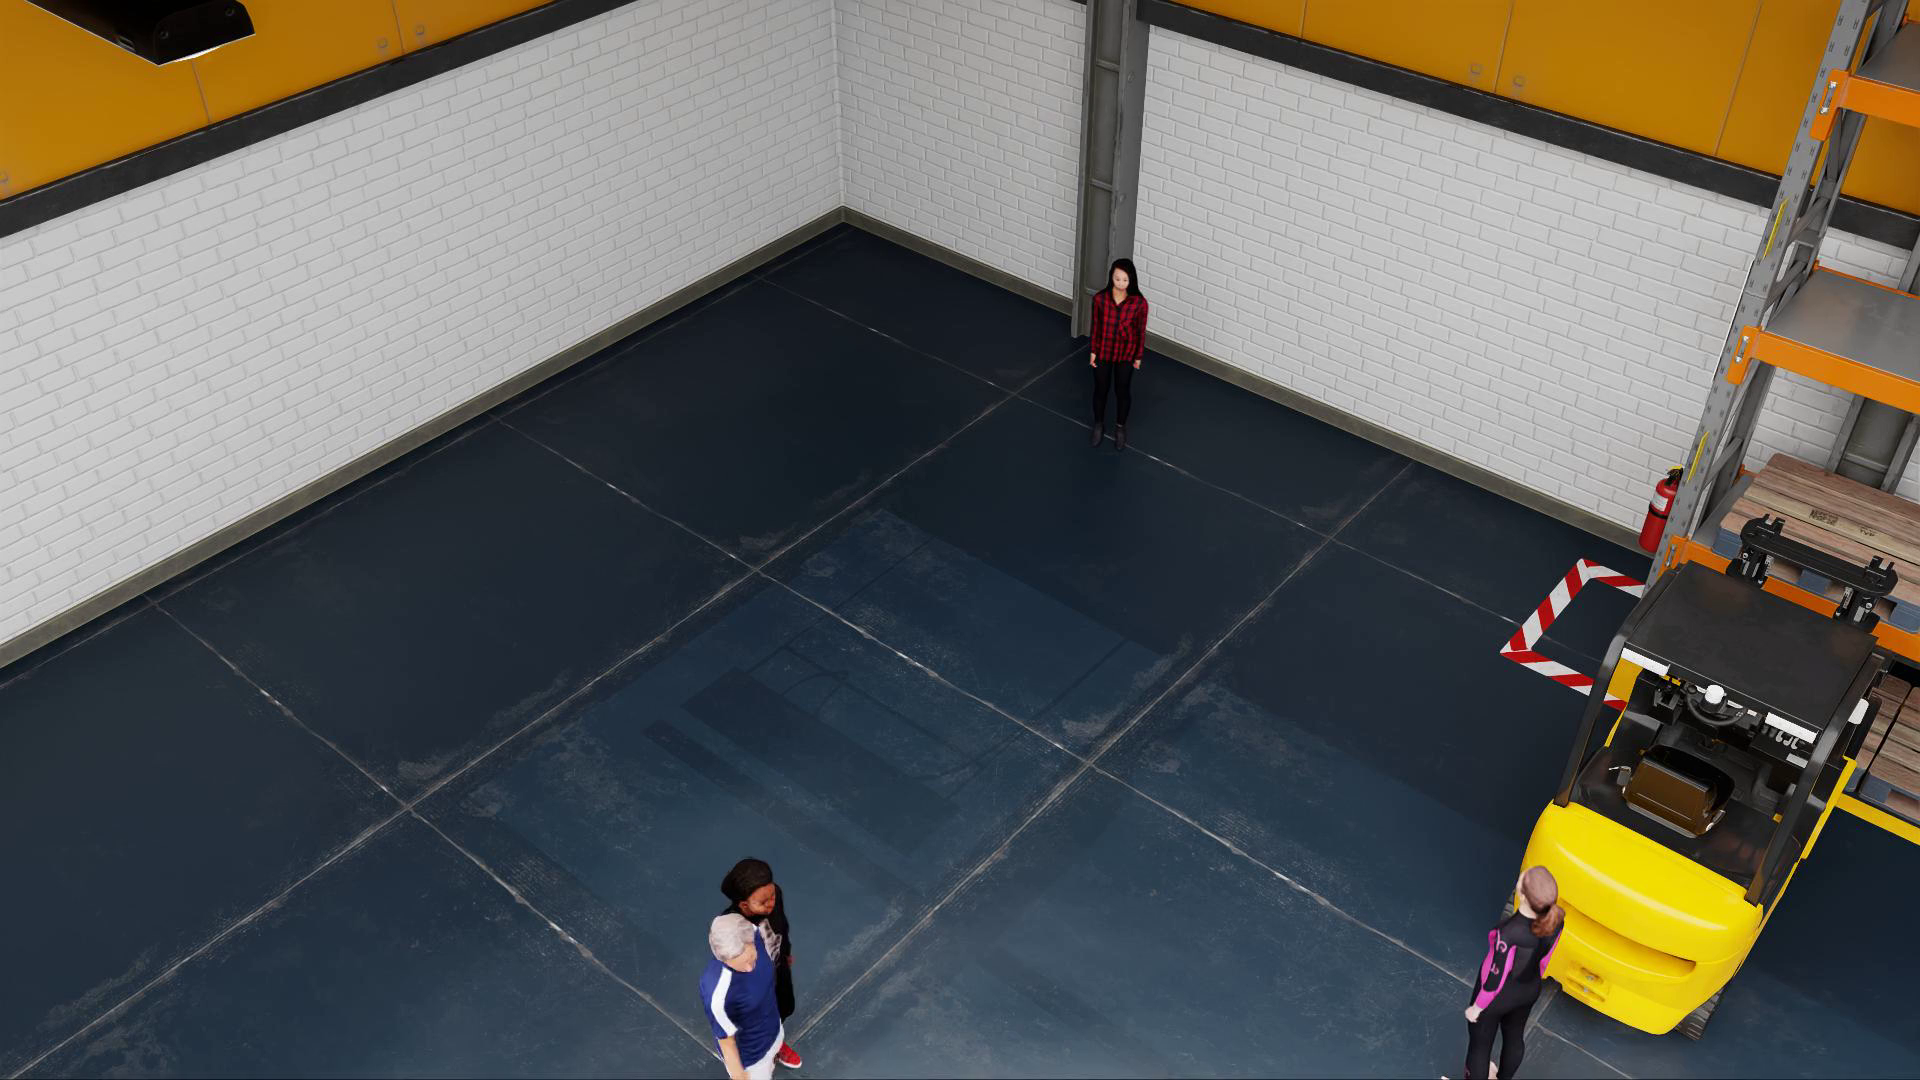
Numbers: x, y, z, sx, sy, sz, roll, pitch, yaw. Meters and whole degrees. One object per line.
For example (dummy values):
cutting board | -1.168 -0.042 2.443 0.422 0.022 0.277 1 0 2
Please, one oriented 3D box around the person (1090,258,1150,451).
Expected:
person | 1.195 -1.452 12.818 0.599 1.652 0.716 7 39 9

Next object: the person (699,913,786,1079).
person | -1.022 2.322 7.966 0.873 1.808 0.931 1 39 1

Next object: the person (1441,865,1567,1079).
person | 2.680 2.212 8.148 0.657 1.752 0.685 -15 41 -18

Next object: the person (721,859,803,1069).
person | -1.045 2.135 8.315 0.596 1.665 0.573 -31 48 -33
